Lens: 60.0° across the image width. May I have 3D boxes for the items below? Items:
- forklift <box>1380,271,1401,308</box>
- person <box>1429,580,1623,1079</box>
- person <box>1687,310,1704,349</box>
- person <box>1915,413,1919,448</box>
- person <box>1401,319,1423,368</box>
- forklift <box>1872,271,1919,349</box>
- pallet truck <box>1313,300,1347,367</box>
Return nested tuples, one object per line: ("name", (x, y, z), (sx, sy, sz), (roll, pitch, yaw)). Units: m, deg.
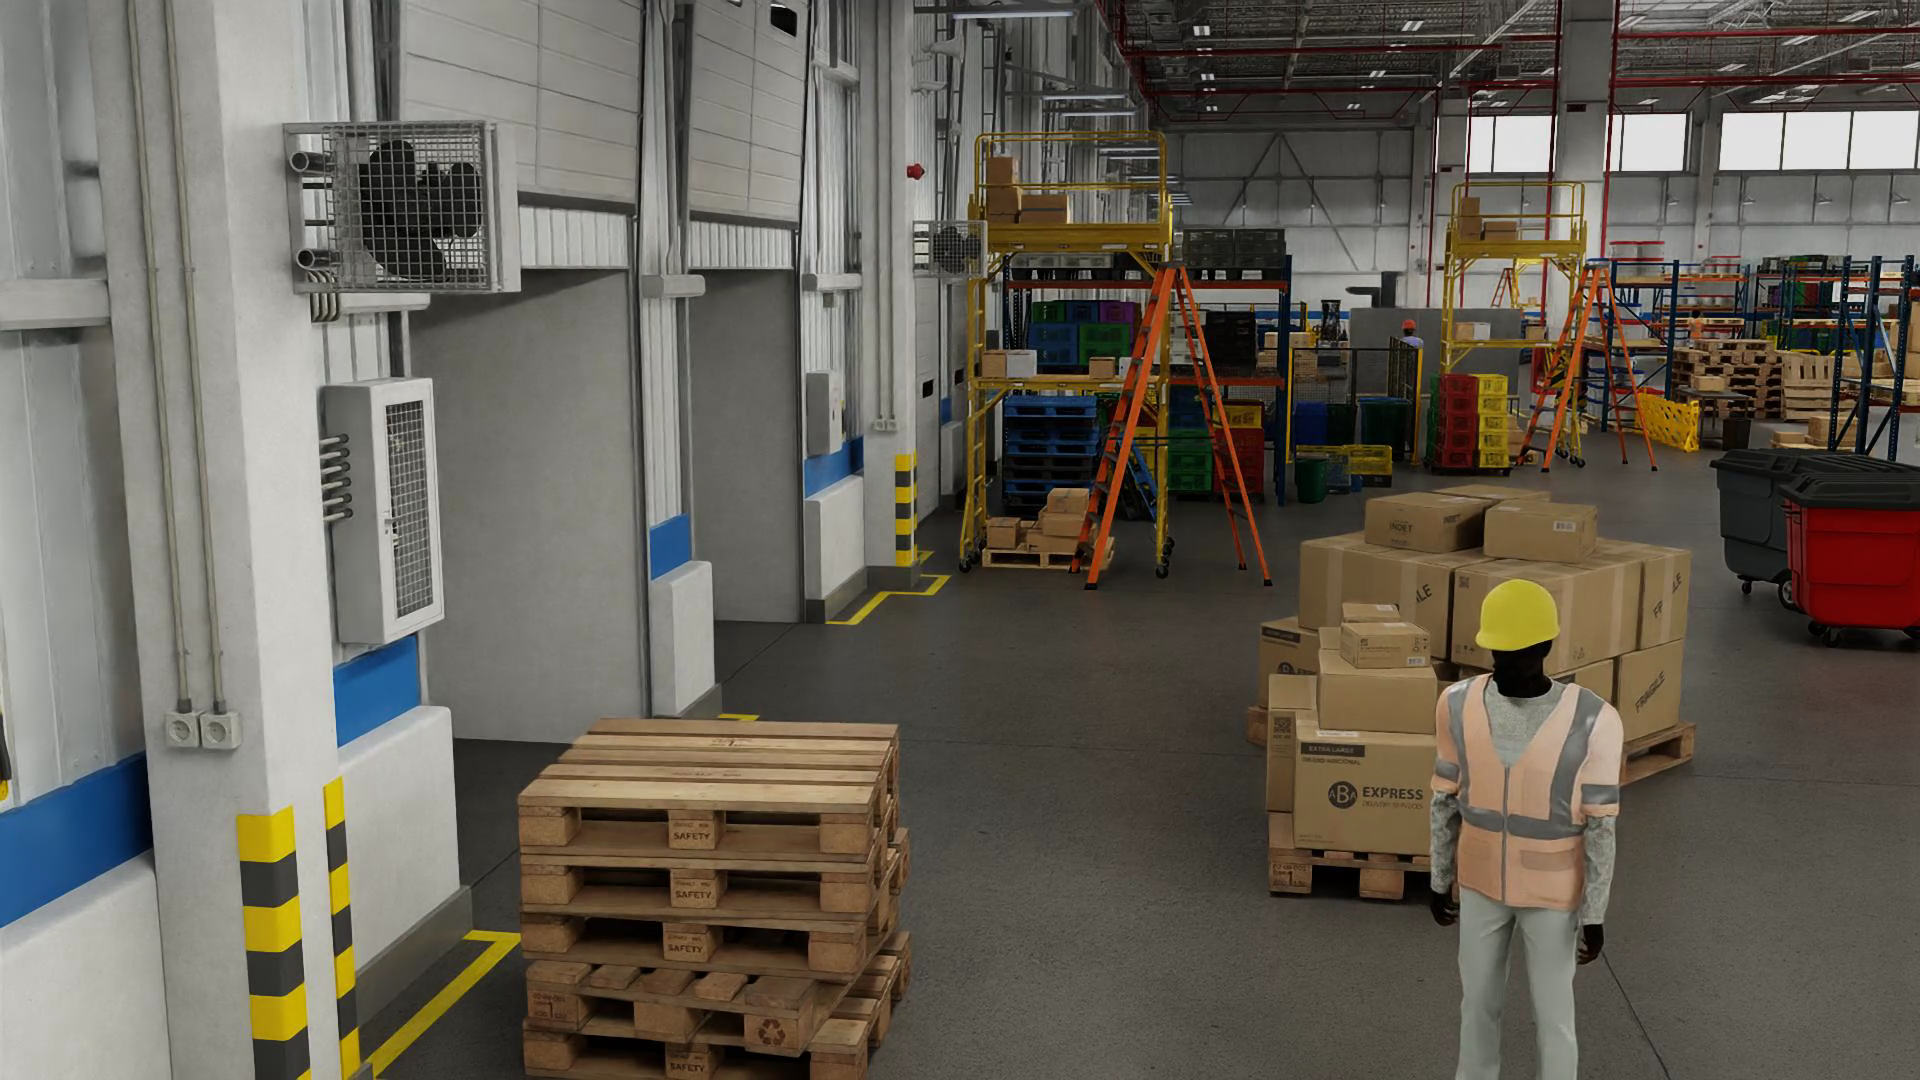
("forklift", (10.804, -5.390, 42.010), (1.873, 2.768, 1.129), (1, 9, 9))
("person", (1.724, 1.064, 5.172), (0.586, 1.918, 0.398), (7, 12, 38))
("person", (21.861, -6.005, 49.472), (0.530, 1.689, 0.322), (-3, 10, -16))
("person", (15.573, -2.336, 26.695), (0.320, 1.739, 0.485), (6, 11, 31))
("person", (8.399, -3.169, 31.201), (0.545, 1.942, 0.354), (-2, 9, -12))
("forklift", (27.108, -6.283, 47.516), (1.873, 2.768, 1.129), (5, 11, 31))
("pallet truck", (11.159, -6.200, 49.718), (0.823, 1.965, 1.885), (4, 10, 26))
